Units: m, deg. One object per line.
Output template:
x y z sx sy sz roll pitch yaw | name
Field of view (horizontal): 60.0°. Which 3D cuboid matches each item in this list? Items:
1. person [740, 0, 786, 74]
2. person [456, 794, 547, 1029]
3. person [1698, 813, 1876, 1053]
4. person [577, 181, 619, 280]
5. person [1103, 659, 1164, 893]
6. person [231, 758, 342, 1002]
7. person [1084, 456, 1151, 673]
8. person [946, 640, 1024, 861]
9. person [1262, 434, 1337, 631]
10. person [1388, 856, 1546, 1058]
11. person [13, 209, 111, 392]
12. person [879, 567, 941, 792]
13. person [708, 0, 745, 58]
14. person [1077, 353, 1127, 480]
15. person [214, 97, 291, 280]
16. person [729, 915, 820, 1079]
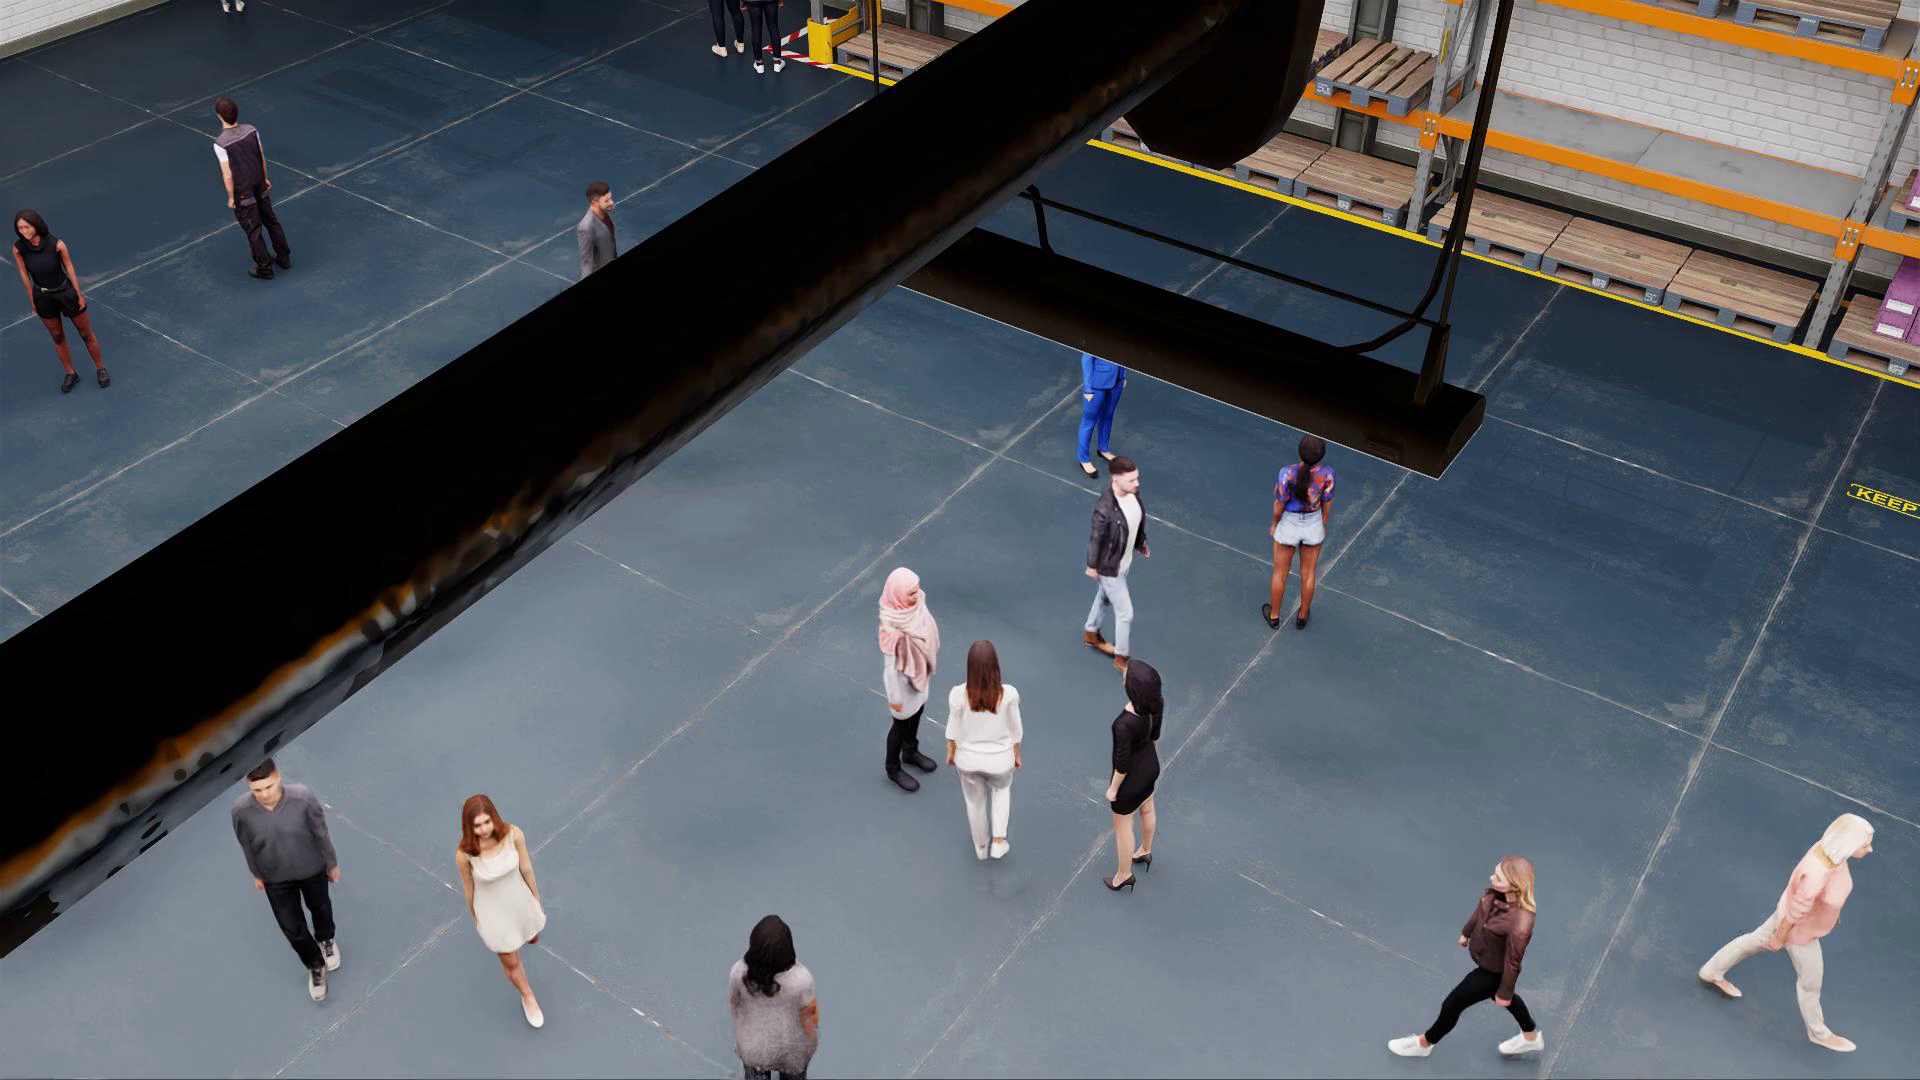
-2.410 -6.588 20.226 0.762 1.818 0.860 -2 39 -2 | person
-2.632 2.030 9.532 0.831 1.696 1.037 -18 42 -21 | person
4.680 2.122 9.438 1.113 1.670 0.636 26 45 28 | person
-3.296 -2.360 14.914 1.215 1.839 1.021 4 39 5 | person
1.064 1.453 10.169 0.531 1.802 0.625 29 47 31 | person
-3.896 1.856 9.707 0.801 1.750 0.864 -16 41 -19 | person
1.022 0.117 11.831 0.844 1.817 0.697 19 42 22 | person
0.167 1.392 10.354 0.813 1.667 0.873 -3 39 -4 | person
2.474 -0.068 12.123 0.625 1.742 0.727 2 39 2 | person
3.015 2.346 9.162 1.209 1.664 0.997 3 39 4 | person
-7.969 -2.125 14.700 0.667 1.740 0.710 -9 39 -11 | person
-0.352 0.892 10.872 0.636 1.802 0.654 16 41 19 | person
-2.944 -6.931 20.670 0.737 1.799 0.749 -18 42 -21 | person
1.168 -1.319 13.721 0.667 1.701 0.631 -29 47 -31 | person
-6.954 -3.448 16.268 0.588 1.849 0.665 20 43 23 | person
-1.005 2.634 8.854 0.829 1.597 0.879 2 39 2 | person
